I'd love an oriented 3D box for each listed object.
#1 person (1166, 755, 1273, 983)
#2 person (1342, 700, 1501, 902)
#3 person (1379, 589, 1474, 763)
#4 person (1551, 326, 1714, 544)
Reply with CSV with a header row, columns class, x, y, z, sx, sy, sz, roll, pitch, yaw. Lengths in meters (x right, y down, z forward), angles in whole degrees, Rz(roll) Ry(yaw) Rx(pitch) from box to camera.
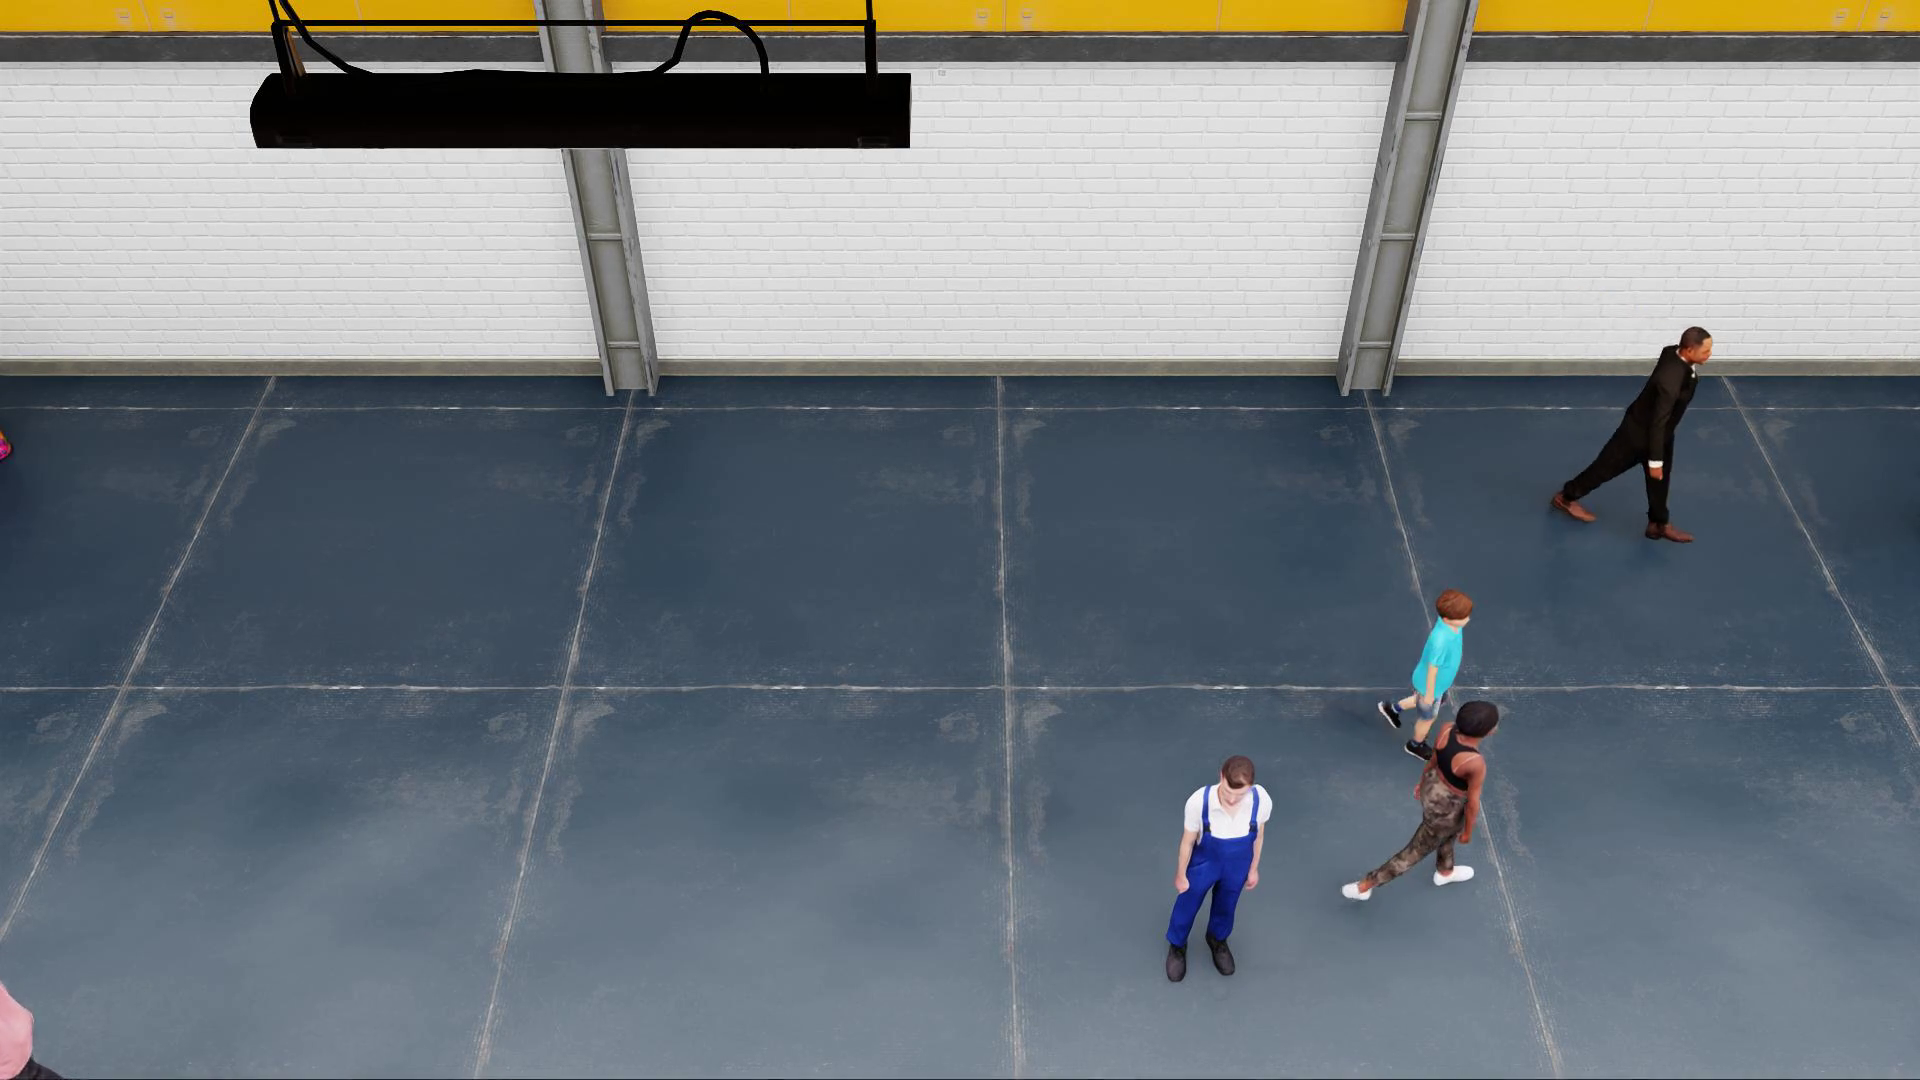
class,x,y,z,sx,sy,sz,roll,pitch,yaw
person,1.425,1.770,9.138,0.521,1.848,0.700,-3,44,-4
person,2.682,1.542,9.511,1.173,1.665,0.769,-11,45,-11
person,2.924,0.816,10.438,0.815,1.437,0.714,22,48,21
person,4.767,-0.772,11.801,1.368,1.855,1.128,22,48,21
